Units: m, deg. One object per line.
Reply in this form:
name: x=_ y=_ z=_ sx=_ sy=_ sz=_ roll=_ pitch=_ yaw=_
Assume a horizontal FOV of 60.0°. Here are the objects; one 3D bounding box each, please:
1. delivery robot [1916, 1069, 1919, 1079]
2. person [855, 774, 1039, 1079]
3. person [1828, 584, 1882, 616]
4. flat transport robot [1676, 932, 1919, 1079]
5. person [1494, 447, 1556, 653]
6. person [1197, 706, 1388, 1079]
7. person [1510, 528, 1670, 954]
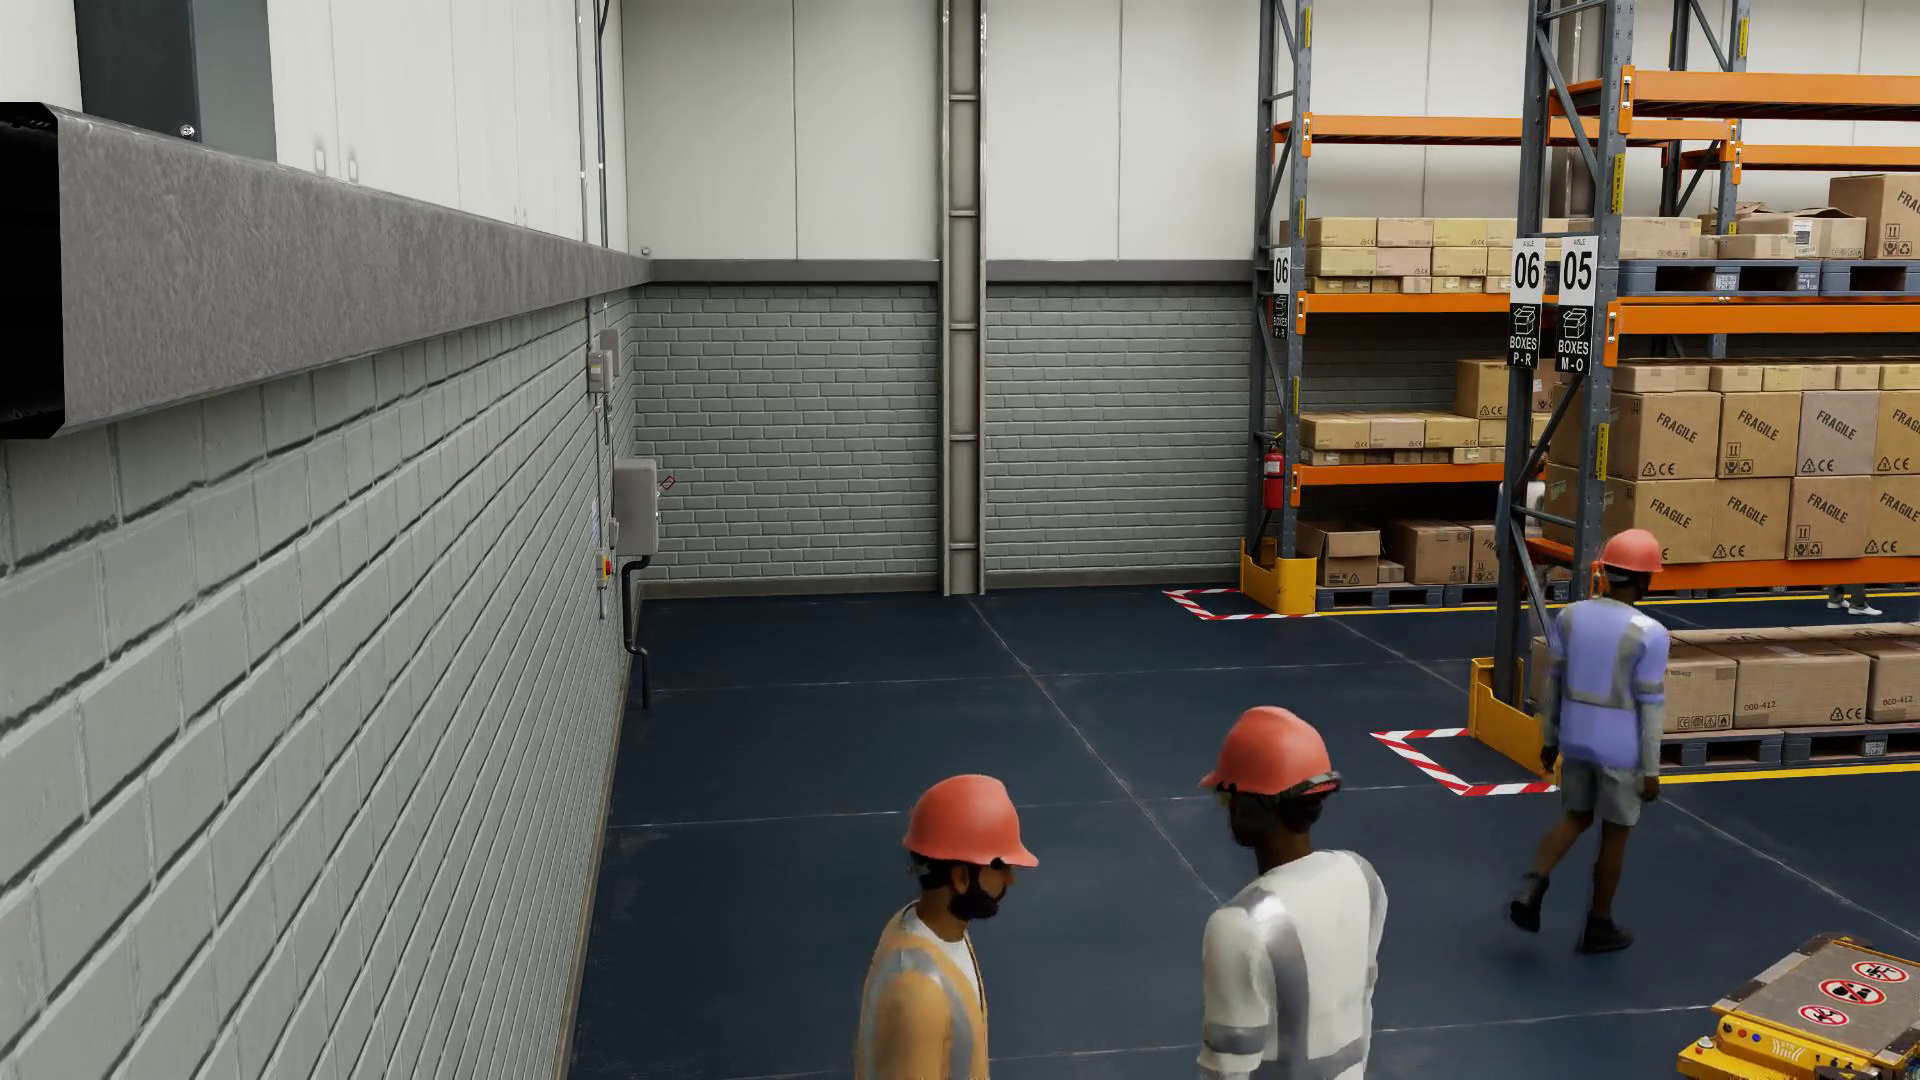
delivery robot: x=3.504 y=1.818 z=5.563 sx=0.707 sy=0.478 sz=0.477 roll=-7 pitch=12 yaw=-37
person: x=-0.068 y=1.477 z=3.790 sx=0.501 sy=1.917 sz=0.580 roll=1 pitch=9 yaw=4
person: x=7.968 y=-0.292 z=14.676 sx=0.397 sy=1.918 sz=0.587 roll=-2 pitch=9 yaw=-11
flat transport robot: x=3.424 y=1.865 z=6.437 sx=1.431 sy=0.197 sz=0.652 roll=-8 pitch=12 yaw=-41
person: x=4.506 y=0.082 z=13.233 sx=0.523 sy=1.640 sz=0.309 roll=8 pitch=12 yaw=40
person: x=0.730 y=1.395 z=3.929 sx=0.428 sy=2.033 sz=0.625 roll=9 pitch=13 yaw=43
person: x=2.792 y=0.902 z=7.311 sx=0.628 sy=1.912 sz=0.575 roll=-6 pitch=11 yaw=-32
